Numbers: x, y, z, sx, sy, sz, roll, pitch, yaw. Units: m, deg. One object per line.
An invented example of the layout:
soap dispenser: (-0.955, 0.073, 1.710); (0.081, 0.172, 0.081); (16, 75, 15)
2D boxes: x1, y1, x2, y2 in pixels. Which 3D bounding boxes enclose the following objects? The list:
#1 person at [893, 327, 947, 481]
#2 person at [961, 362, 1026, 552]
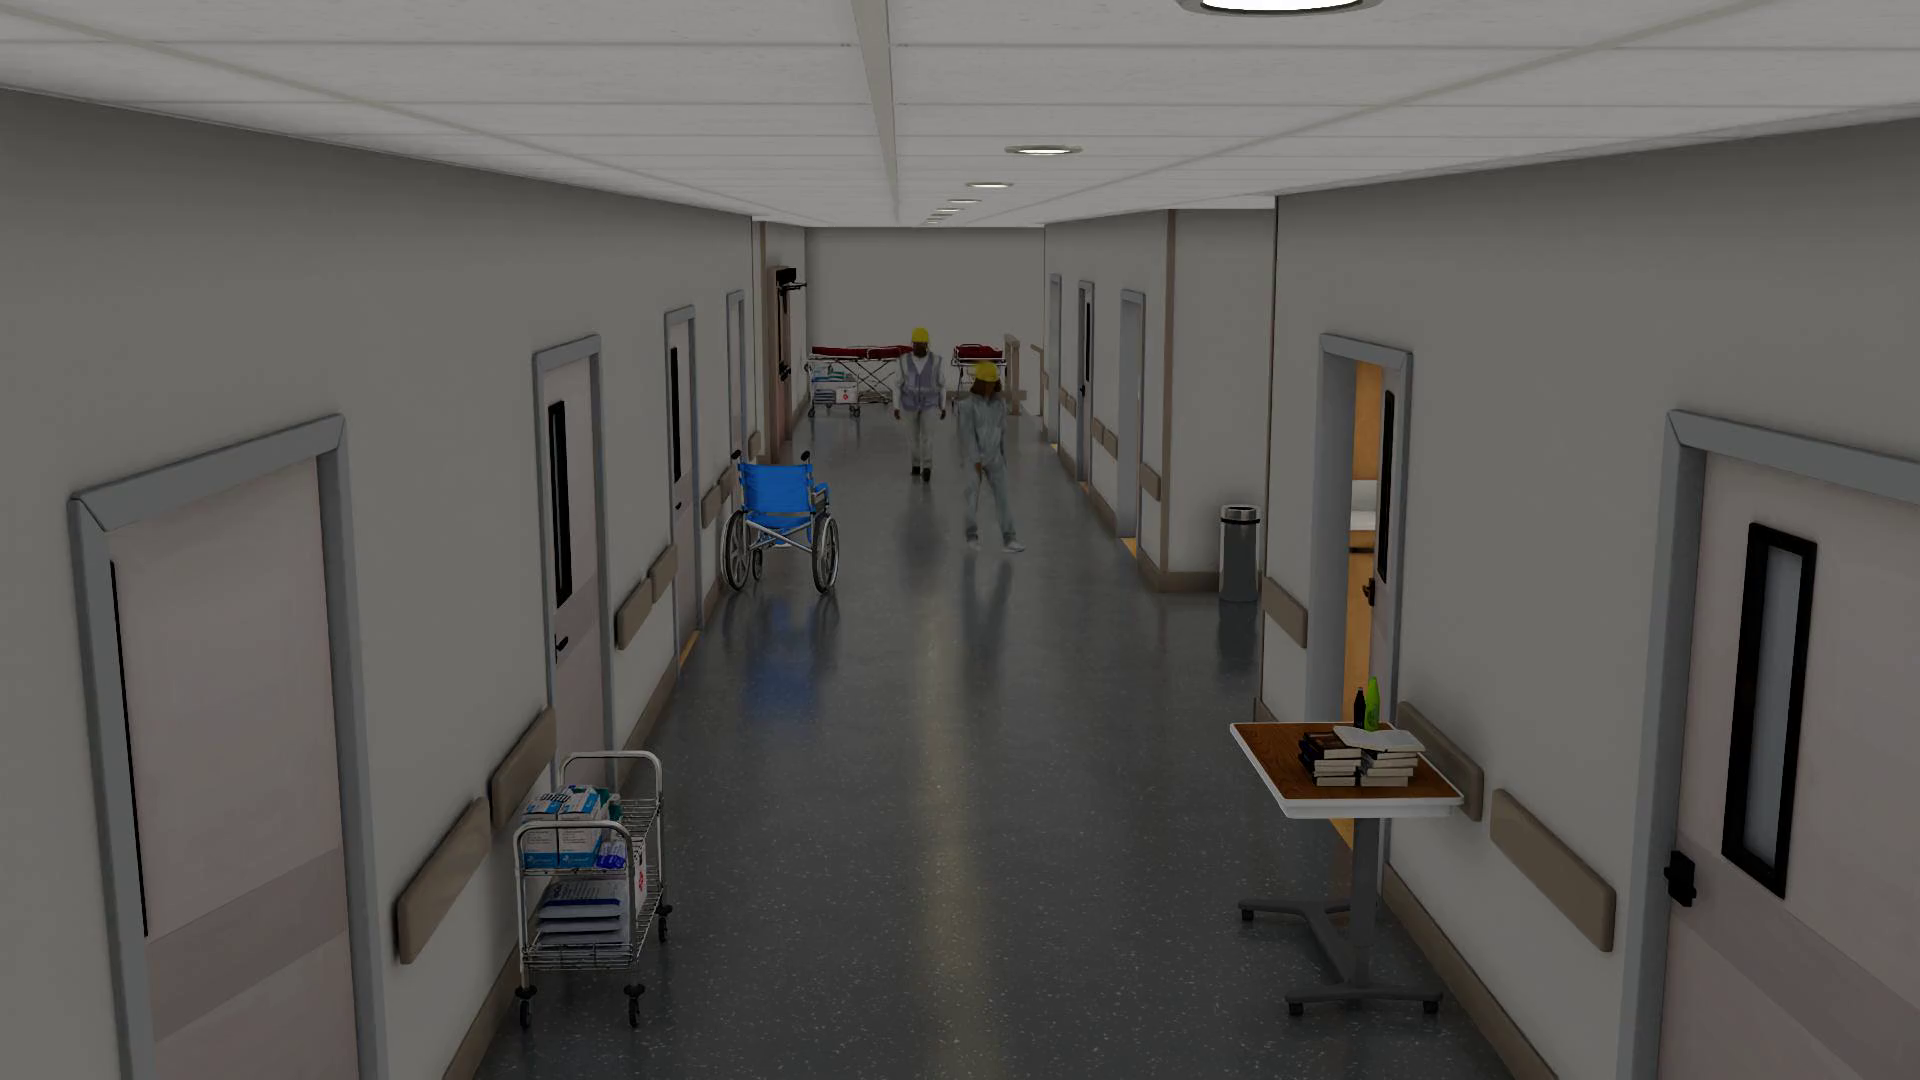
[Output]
person: (-0.472, -1.591, 19.453); (0.616, 1.776, 0.962); (0, 10, 1)
person: (0.274, -0.710, 14.759); (0.488, 1.707, 0.849); (-6, 12, -28)
